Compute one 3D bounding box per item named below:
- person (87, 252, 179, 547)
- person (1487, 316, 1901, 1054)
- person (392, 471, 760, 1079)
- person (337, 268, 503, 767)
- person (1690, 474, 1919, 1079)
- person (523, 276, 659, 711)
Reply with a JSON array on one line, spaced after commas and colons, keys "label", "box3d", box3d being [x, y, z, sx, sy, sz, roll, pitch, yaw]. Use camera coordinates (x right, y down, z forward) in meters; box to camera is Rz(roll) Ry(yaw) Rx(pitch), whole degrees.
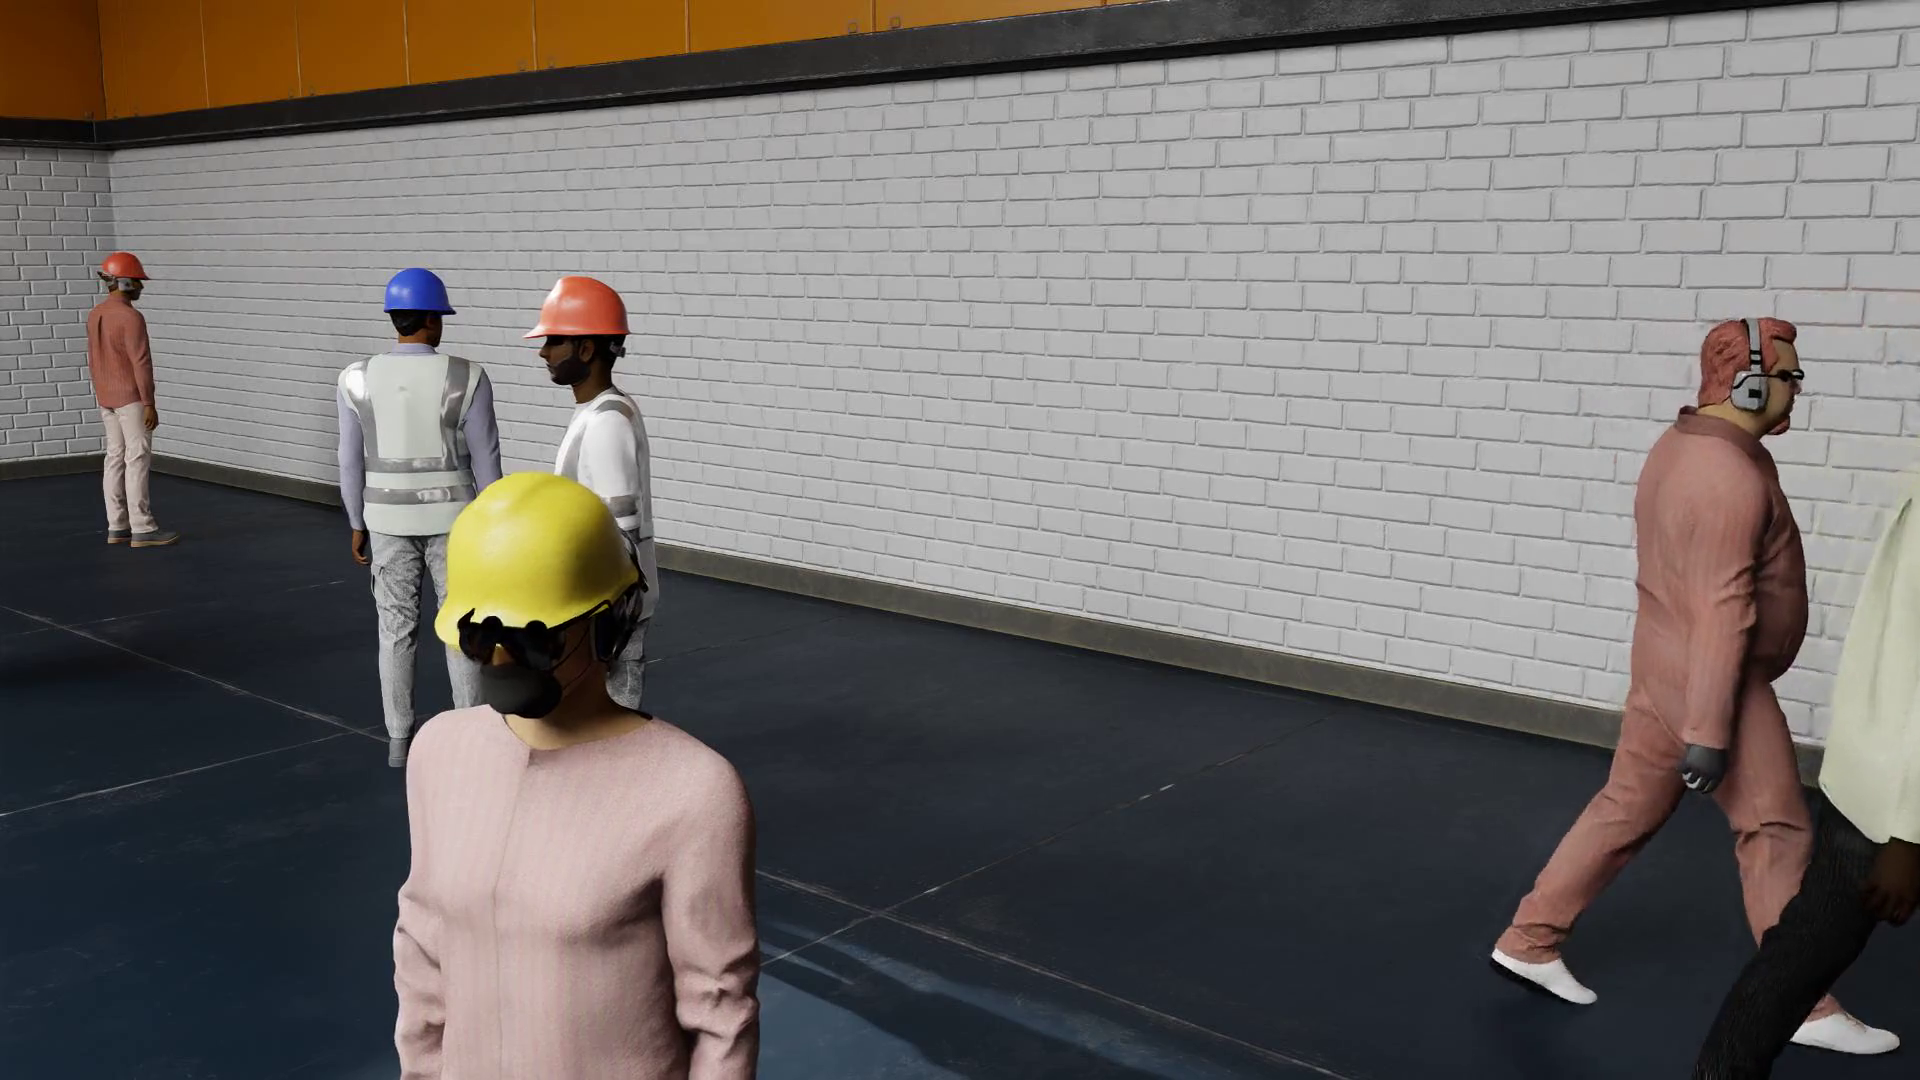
[{"label": "person", "box3d": [-5.661, -0.953, 11.343, 0.623, 1.989, 0.400, 7, 12, 34]}, {"label": "person", "box3d": [1.887, 0.361, 4.244, 0.975, 1.864, 0.656, 1, 10, 7]}, {"label": "person", "box3d": [-0.501, 0.783, 2.121, 0.522, 1.764, 0.318, 4, 11, 21]}, {"label": "person", "box3d": [-2.086, -0.079, 6.497, 0.614, 1.943, 0.396, -1, 10, -4]}, {"label": "person", "box3d": [1.963, 0.492, 3.284, 1.042, 1.928, 0.626, 3, 10, 15]}, {"label": "person", "box3d": [-1.089, 0.188, 4.997, 0.362, 1.939, 0.542, -2, 10, -13]}]
